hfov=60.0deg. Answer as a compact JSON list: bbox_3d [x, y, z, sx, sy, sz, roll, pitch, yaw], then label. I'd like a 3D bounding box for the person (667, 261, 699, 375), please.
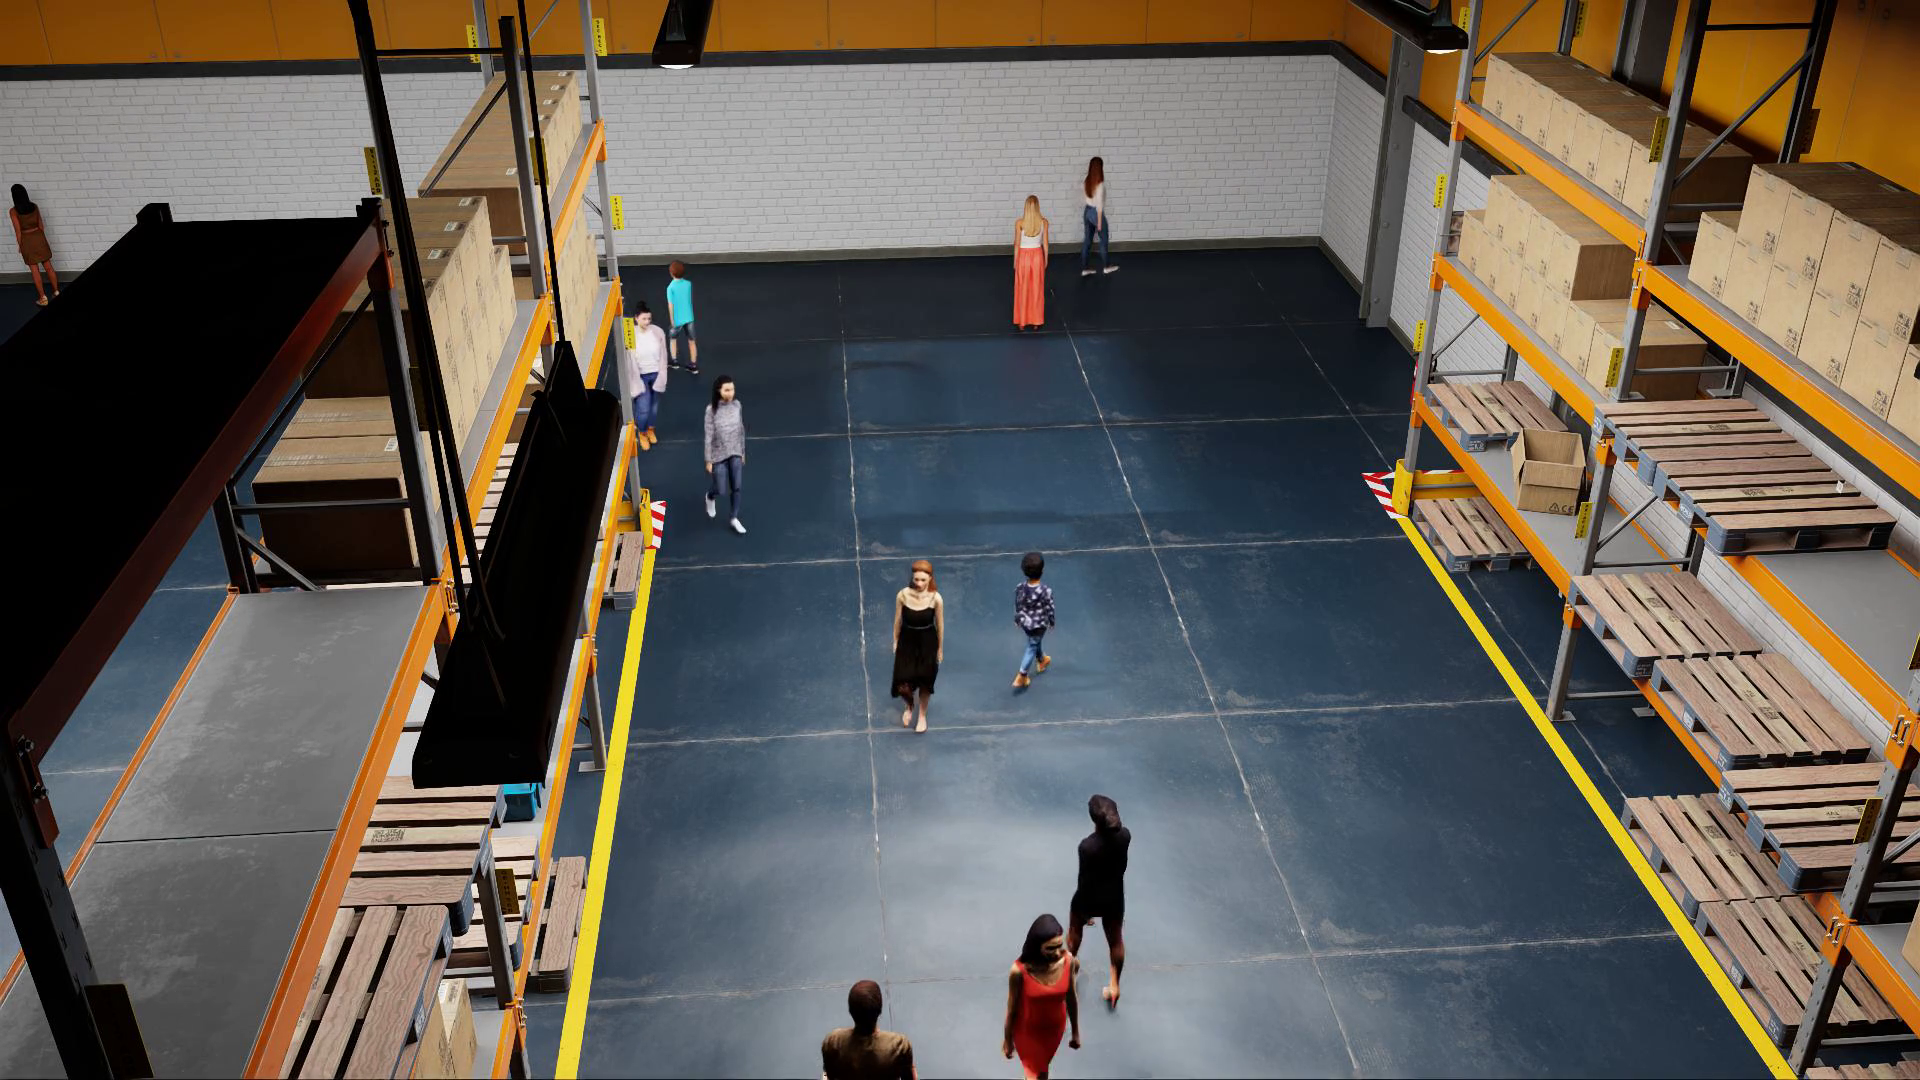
[{"bbox_3d":[-3.416,-2.747,20.646,0.718,1.431,0.822,-19,34,-31],"label":"person"}]

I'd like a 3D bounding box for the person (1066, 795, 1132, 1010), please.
[{"bbox_3d":[0.977,2.426,10.966,0.724,1.620,0.885,-12,31,-21],"label":"person"}]

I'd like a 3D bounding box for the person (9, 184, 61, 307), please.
[{"bbox_3d":[-12.683,-4.048,22.761,0.707,1.690,0.614,15,32,26],"label":"person"}]

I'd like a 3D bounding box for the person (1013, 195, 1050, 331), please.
[{"bbox_3d":[0.932,-3.659,21.932,0.599,1.801,0.551,-2,29,-4],"label":"person"}]

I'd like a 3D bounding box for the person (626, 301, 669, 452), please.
[{"bbox_3d":[-3.570,-1.905,18.795,0.807,1.727,0.835,-15,32,-25],"label":"person"}]

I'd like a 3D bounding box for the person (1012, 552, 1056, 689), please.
[{"bbox_3d":[0.622,0.724,14.494,0.795,1.229,0.901,17,33,28],"label":"person"}]

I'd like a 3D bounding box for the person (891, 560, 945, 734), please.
[{"bbox_3d":[-0.329,0.843,13.874,0.634,1.614,0.657,3,29,5],"label":"person"}]

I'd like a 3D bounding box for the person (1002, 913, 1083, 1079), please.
[{"bbox_3d":[0.433,2.900,10.015,0.765,1.699,0.865,-14,32,-24],"label":"person"}]

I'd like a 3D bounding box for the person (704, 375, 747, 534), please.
[{"bbox_3d":[-2.430,-0.899,16.960,0.823,1.717,0.915,-19,34,-31],"label":"person"}]

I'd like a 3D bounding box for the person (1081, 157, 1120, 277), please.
[{"bbox_3d":[1.856,-4.588,23.723,0.884,1.717,0.874,-18,33,-30],"label":"person"}]

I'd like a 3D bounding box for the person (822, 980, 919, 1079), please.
[{"bbox_3d":[-0.509,3.278,9.191,0.833,1.824,1.063,6,29,10],"label":"person"}]
